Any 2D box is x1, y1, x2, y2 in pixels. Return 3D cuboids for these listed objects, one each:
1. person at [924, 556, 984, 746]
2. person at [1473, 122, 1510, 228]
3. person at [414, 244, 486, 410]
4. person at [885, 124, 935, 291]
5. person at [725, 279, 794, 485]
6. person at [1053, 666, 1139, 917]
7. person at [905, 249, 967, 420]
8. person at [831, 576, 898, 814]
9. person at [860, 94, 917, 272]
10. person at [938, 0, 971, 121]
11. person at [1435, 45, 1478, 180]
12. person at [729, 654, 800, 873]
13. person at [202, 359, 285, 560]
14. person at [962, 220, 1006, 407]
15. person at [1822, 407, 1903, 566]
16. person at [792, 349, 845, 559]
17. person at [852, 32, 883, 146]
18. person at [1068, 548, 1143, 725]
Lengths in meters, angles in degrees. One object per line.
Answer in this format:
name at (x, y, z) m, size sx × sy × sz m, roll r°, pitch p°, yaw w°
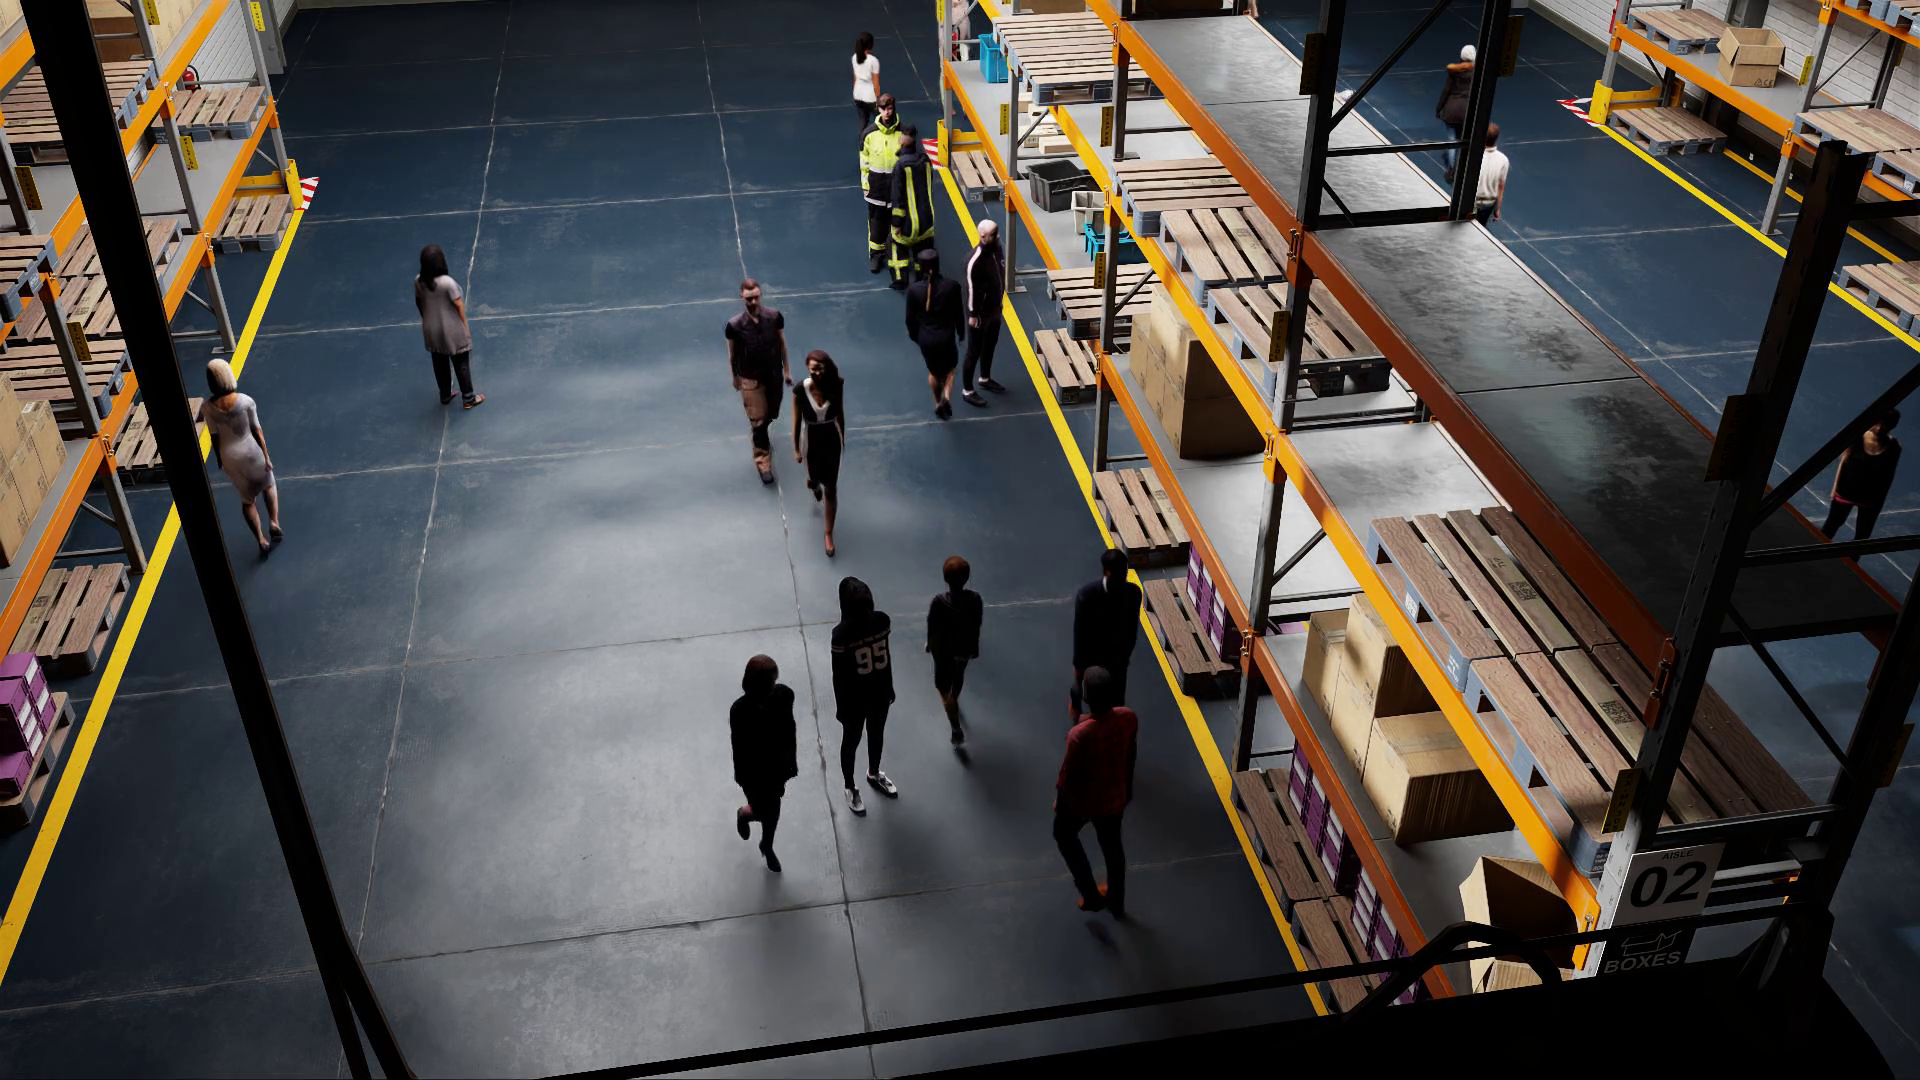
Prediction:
person at (-0.045, 0.782, 11.553) m, size 0.606 × 1.423 × 0.954 m, roll -10°, pitch 35°, yaw -14°
person at (5.465, -3.446, 17.557) m, size 0.834 × 1.818 × 1.280 m, roll 0°, pitch 34°, yaw 0°
person at (-4.824, -1.999, 15.568) m, size 0.752 × 1.610 × 0.793 m, roll 9°, pitch 35°, yaw 14°
person at (-0.442, -3.424, 17.496) m, size 0.989 × 1.849 × 0.962 m, roll 29°, pitch 43°, yaw 36°
person at (-1.770, -1.487, 14.616) m, size 0.882 × 1.811 × 1.222 m, roll -15°, pitch 36°, yaw -21°
person at (0.848, 1.590, 9.985) m, size 0.814 × 1.813 × 0.841 m, roll -19°, pitch 38°, yaw -26°
person at (-0.222, -1.818, 15.251) m, size 0.754 × 1.660 × 0.743 m, roll 2°, pitch 34°, yaw 3°
person at (-0.629, 1.004, 10.943) m, size 0.706 × 1.729 × 0.718 m, roll -24°, pitch 40°, yaw -31°
person at (-0.767, -3.893, 18.083) m, size 0.768 × 1.981 × 0.627 m, roll -4°, pitch 34°, yaw -6°
person at (-0.136, -6.576, 22.259) m, size 0.890 × 1.825 × 1.149 m, roll -17°, pitch 37°, yaw -24°
person at (6.133, -5.232, 20.448) m, size 0.673 × 1.593 × 1.025 m, roll -2°, pitch 34°, yaw -4°
person at (-1.267, 1.359, 10.442) m, size 0.745 × 1.692 × 0.822 m, roll -21°, pitch 39°, yaw -28°
person at (-5.752, -0.611, 13.371) m, size 0.596 × 1.731 × 0.638 m, roll -8°, pitch 35°, yaw -12°
person at (0.208, -2.163, 15.612) m, size 0.805 × 1.834 × 0.730 m, roll 18°, pitch 38°, yaw 25°
person at (7.168, -0.401, 13.220) m, size 0.623 × 1.547 × 0.674 m, roll 18°, pitch 38°, yaw 25°
person at (-1.147, -0.781, 13.590) m, size 0.615 × 1.772 × 1.058 m, roll -6°, pitch 34°, yaw -10°
person at (-1.212, -5.518, 20.841) m, size 0.675 × 1.632 × 0.727 m, roll 18°, pitch 38°, yaw 25°
person at (0.941, 0.751, 11.353) m, size 0.661 × 1.697 × 1.120 m, roll -7°, pitch 34°, yaw -10°
